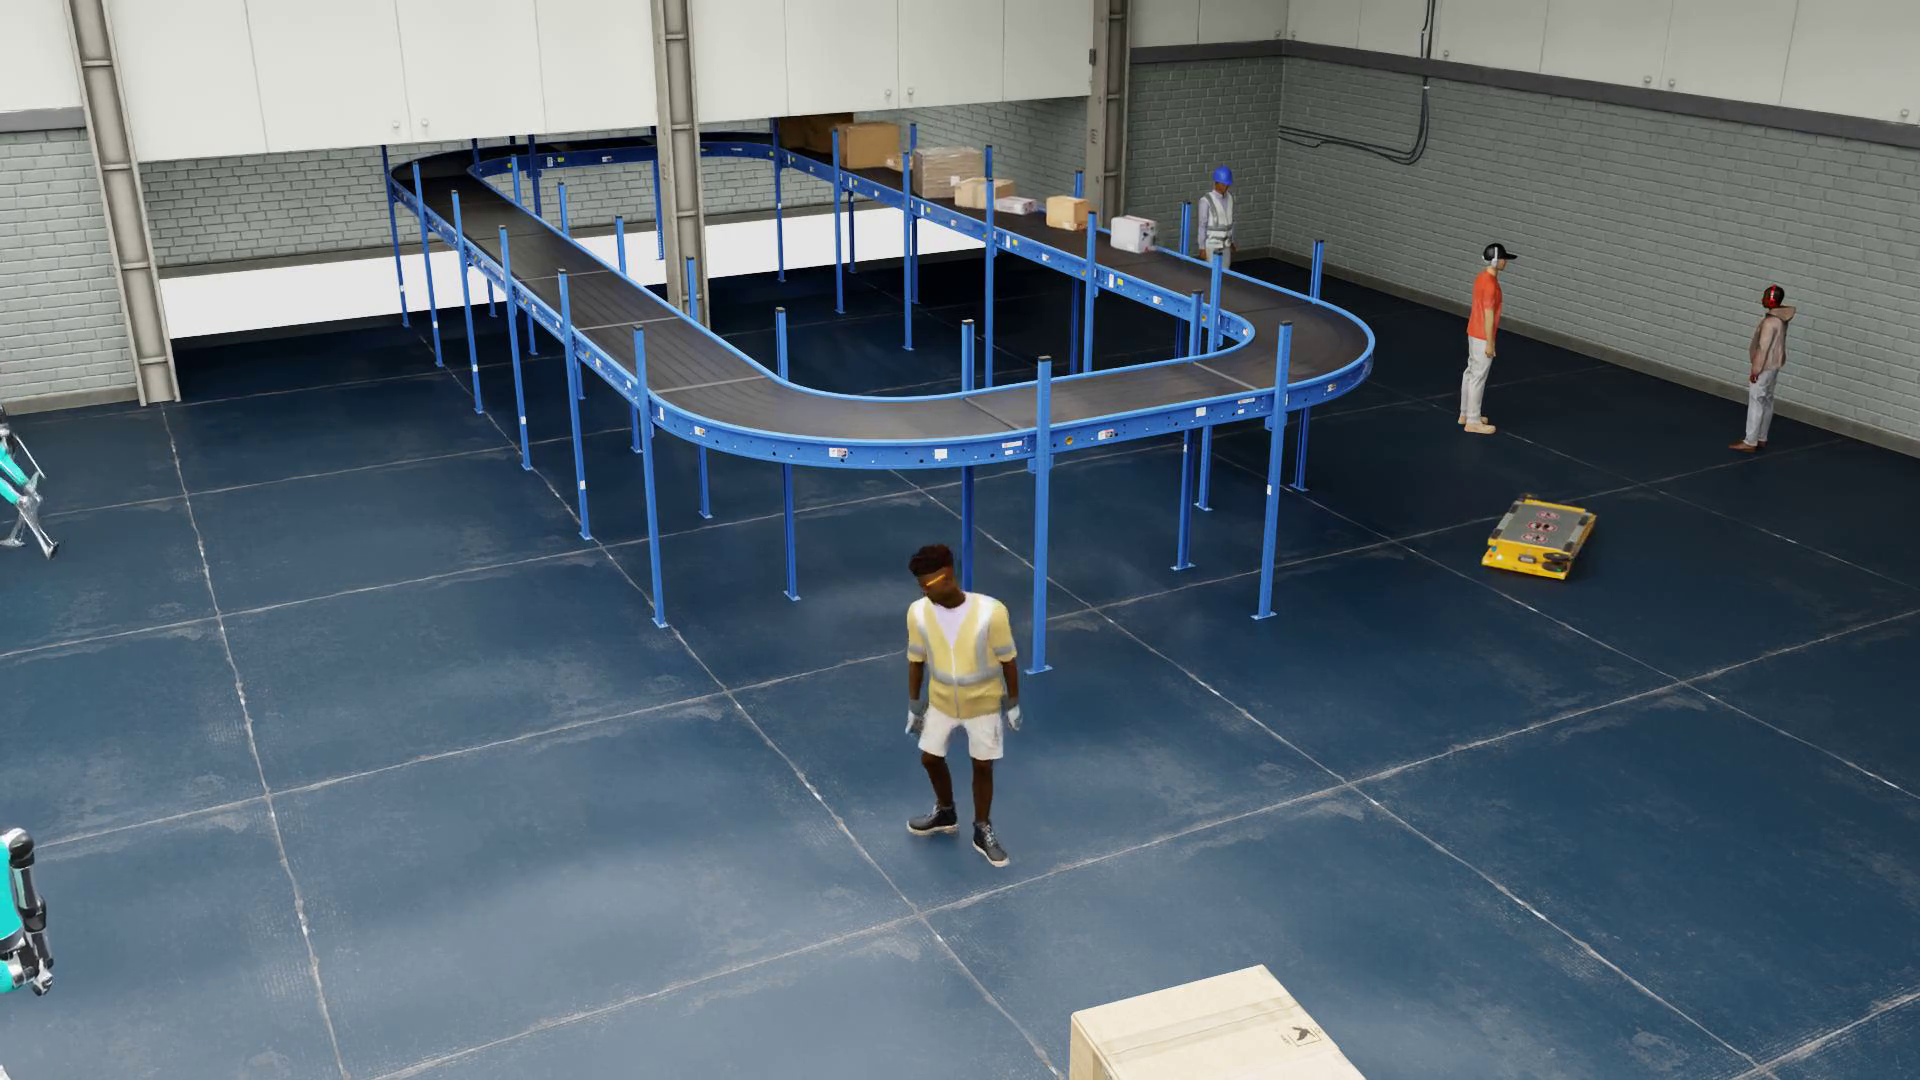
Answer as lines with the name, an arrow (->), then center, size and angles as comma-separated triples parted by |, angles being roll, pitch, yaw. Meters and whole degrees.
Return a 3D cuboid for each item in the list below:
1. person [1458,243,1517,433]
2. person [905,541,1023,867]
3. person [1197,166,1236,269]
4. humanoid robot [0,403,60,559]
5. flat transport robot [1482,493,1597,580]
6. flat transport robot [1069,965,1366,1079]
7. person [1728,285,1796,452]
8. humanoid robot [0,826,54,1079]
person -> 5.293, -2.033, 16.715 | 0.390, 1.912, 0.477 | 1, 22, 4
person -> 0.007, 0.918, 9.408 | 0.722, 1.924, 0.384 | 6, 23, 15
person -> 3.219, -3.715, 20.843 | 0.619, 1.935, 0.409 | -17, 27, -35
humanoid robot -> -7.786, -0.678, 13.654 | 0.896, 1.813, 0.557 | 7, 23, 17
flat transport robot -> 4.886, -0.037, 13.966 | 0.659, 0.231, 1.431 | 12, 25, 27
flat transport robot -> 1.106, 2.792, 6.974 | 1.431, 0.231, 0.659 | -8, 23, -20
person -> 7.816, -1.661, 16.143 | 0.326, 1.648, 0.463 | 20, 29, 40
humanoid robot -> -4.415, 1.868, 7.374 | 1.018, 1.779, 0.530 | 16, 27, 35
